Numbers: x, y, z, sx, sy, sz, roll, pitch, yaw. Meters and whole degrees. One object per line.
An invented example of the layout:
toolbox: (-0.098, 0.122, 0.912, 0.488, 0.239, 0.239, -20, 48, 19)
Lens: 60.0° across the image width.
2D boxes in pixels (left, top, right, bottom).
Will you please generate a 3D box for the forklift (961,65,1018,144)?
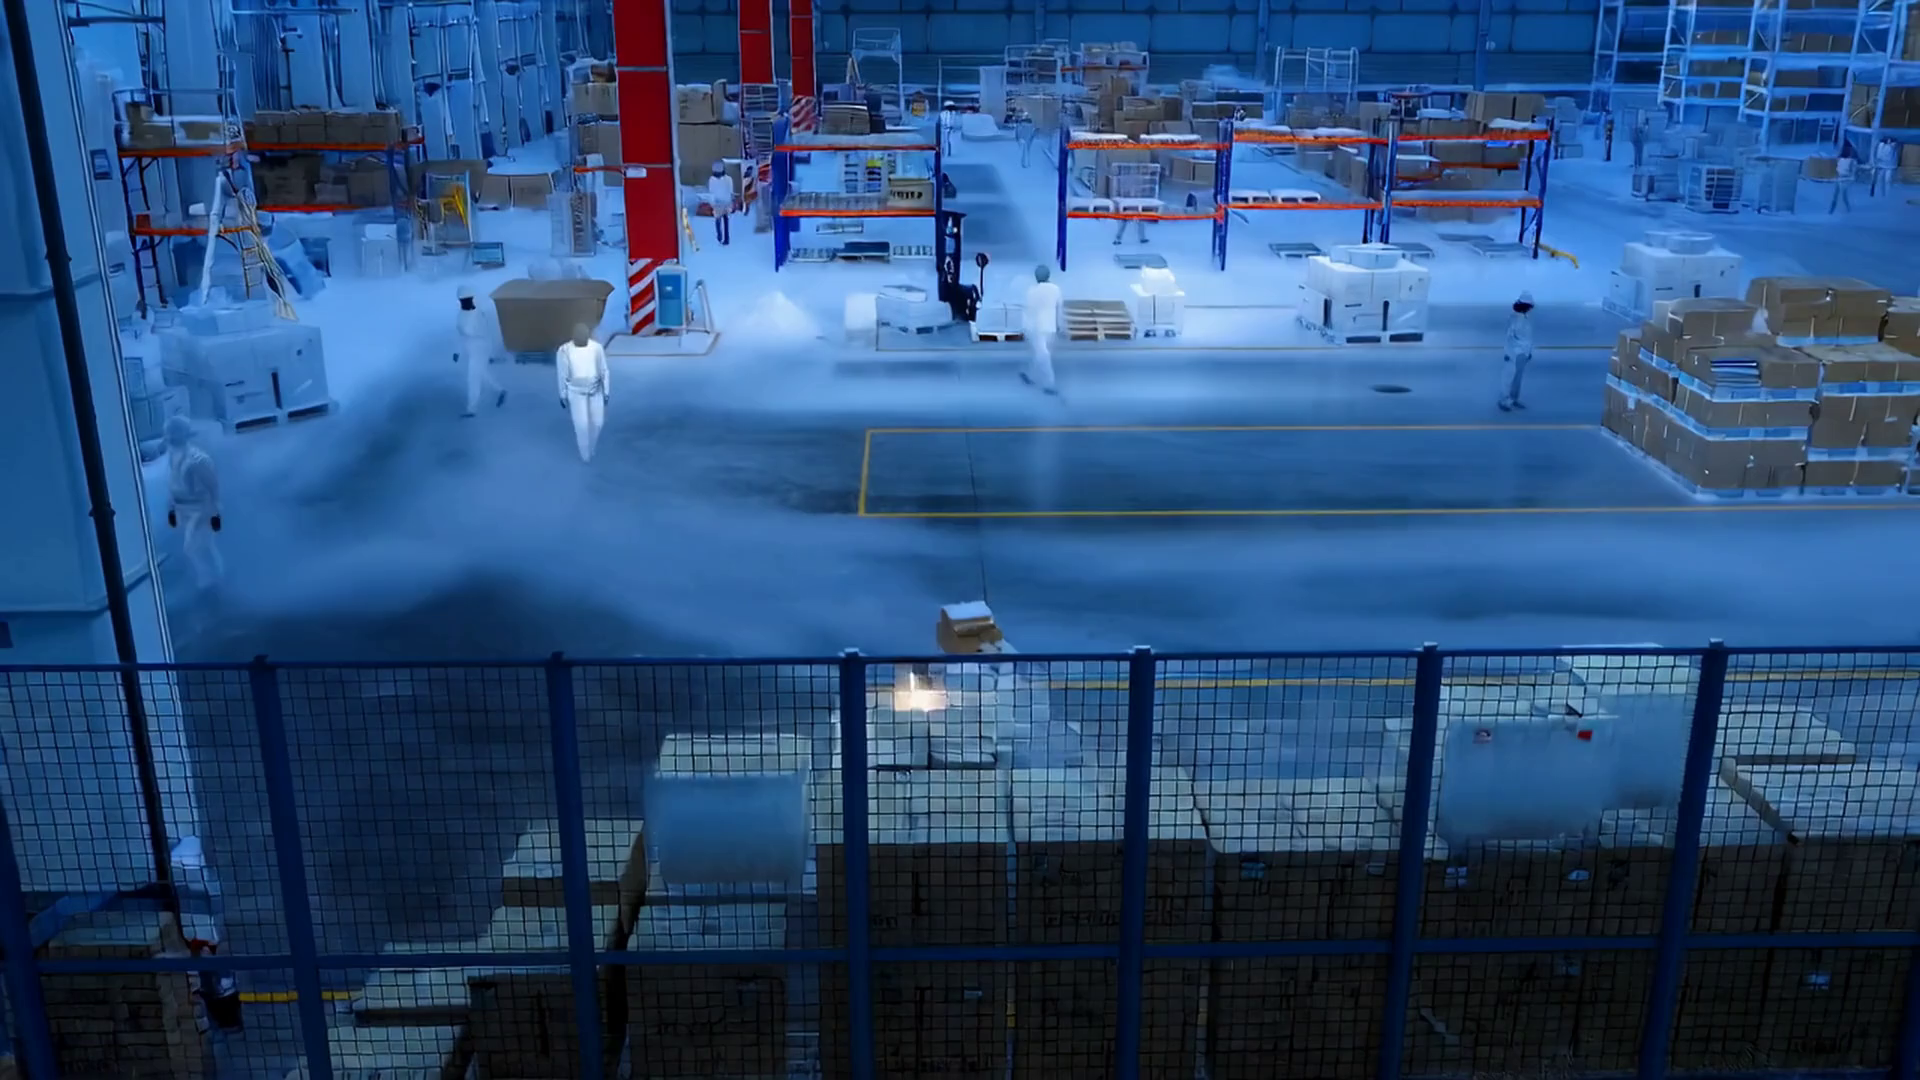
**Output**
forklift: (1.090, -16.329, 62.311, 1.873, 2.768, 1.129, -10, 21, -28)

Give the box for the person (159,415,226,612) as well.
person: (-7.503, -0.259, 16.107, 0.639, 1.922, 0.664, 13, 23, 34)

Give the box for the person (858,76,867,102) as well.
person: (-4.223, -19.090, 71.982, 0.379, 1.932, 0.623, 0, 19, -1)

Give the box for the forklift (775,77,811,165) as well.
forklift: (-5.920, -13.893, 55.085, 1.873, 2.768, 1.129, -1, 19, -1)

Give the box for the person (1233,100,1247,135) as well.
person: (10.521, -15.724, 62.481, 0.541, 1.591, 0.831, 7, 20, 21)

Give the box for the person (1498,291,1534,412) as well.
person: (7.923, -2.676, 23.577, 0.485, 1.736, 0.323, -11, 21, -29)

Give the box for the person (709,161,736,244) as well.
person: (-5.493, -7.806, 38.518, 0.590, 1.905, 0.478, -5, 19, -14)

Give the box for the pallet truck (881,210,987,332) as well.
pallet truck: (-0.493, -4.759, 29.349, 1.885, 1.965, 0.823, -13, 23, -34)

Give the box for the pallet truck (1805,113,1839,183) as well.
pallet truck: (26.403, -11.957, 50.702, 0.823, 1.965, 1.885, 6, 19, 16)

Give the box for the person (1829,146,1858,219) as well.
person: (22.721, -9.178, 42.671, 0.619, 1.862, 0.613, -12, 22, -31)

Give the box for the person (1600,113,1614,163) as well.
person: (21.783, -13.520, 55.910, 0.314, 1.629, 0.509, 1, 19, 3)

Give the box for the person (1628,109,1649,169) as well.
person: (22.068, -13.023, 54.002, 0.399, 1.911, 0.588, -7, 20, -21)

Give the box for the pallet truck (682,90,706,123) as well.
pallet truck: (-9.671, -15.907, 62.421, 0.823, 1.965, 1.885, 5, 19, 15)

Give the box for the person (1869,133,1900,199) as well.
person: (25.847, -10.459, 46.499, 0.633, 1.841, 0.429, 8, 20, 22)

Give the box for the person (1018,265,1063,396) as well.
person: (1.163, -3.142, 24.722, 0.651, 1.882, 1.003, -13, 23, -34)

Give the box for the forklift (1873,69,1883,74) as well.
forklift: (32.707, -15.444, 59.687, 1.873, 2.768, 1.129, 16, 25, 40)

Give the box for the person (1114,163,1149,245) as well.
person: (3.970, -7.780, 38.504, 0.984, 1.882, 0.602, -14, 23, -36)

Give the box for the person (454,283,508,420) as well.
person: (-6.747, -2.682, 23.343, 0.581, 1.901, 0.809, 17, 25, 41)

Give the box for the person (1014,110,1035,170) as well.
person: (2.090, -12.990, 53.918, 0.638, 1.910, 0.890, 2, 19, 5)

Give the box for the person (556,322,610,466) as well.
person: (-4.765, -1.871, 21.052, 0.650, 1.827, 0.546, -8, 20, -22)

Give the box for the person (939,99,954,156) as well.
person: (-0.474, -14.350, 57.895, 0.545, 1.938, 0.355, -1, 19, -4)
